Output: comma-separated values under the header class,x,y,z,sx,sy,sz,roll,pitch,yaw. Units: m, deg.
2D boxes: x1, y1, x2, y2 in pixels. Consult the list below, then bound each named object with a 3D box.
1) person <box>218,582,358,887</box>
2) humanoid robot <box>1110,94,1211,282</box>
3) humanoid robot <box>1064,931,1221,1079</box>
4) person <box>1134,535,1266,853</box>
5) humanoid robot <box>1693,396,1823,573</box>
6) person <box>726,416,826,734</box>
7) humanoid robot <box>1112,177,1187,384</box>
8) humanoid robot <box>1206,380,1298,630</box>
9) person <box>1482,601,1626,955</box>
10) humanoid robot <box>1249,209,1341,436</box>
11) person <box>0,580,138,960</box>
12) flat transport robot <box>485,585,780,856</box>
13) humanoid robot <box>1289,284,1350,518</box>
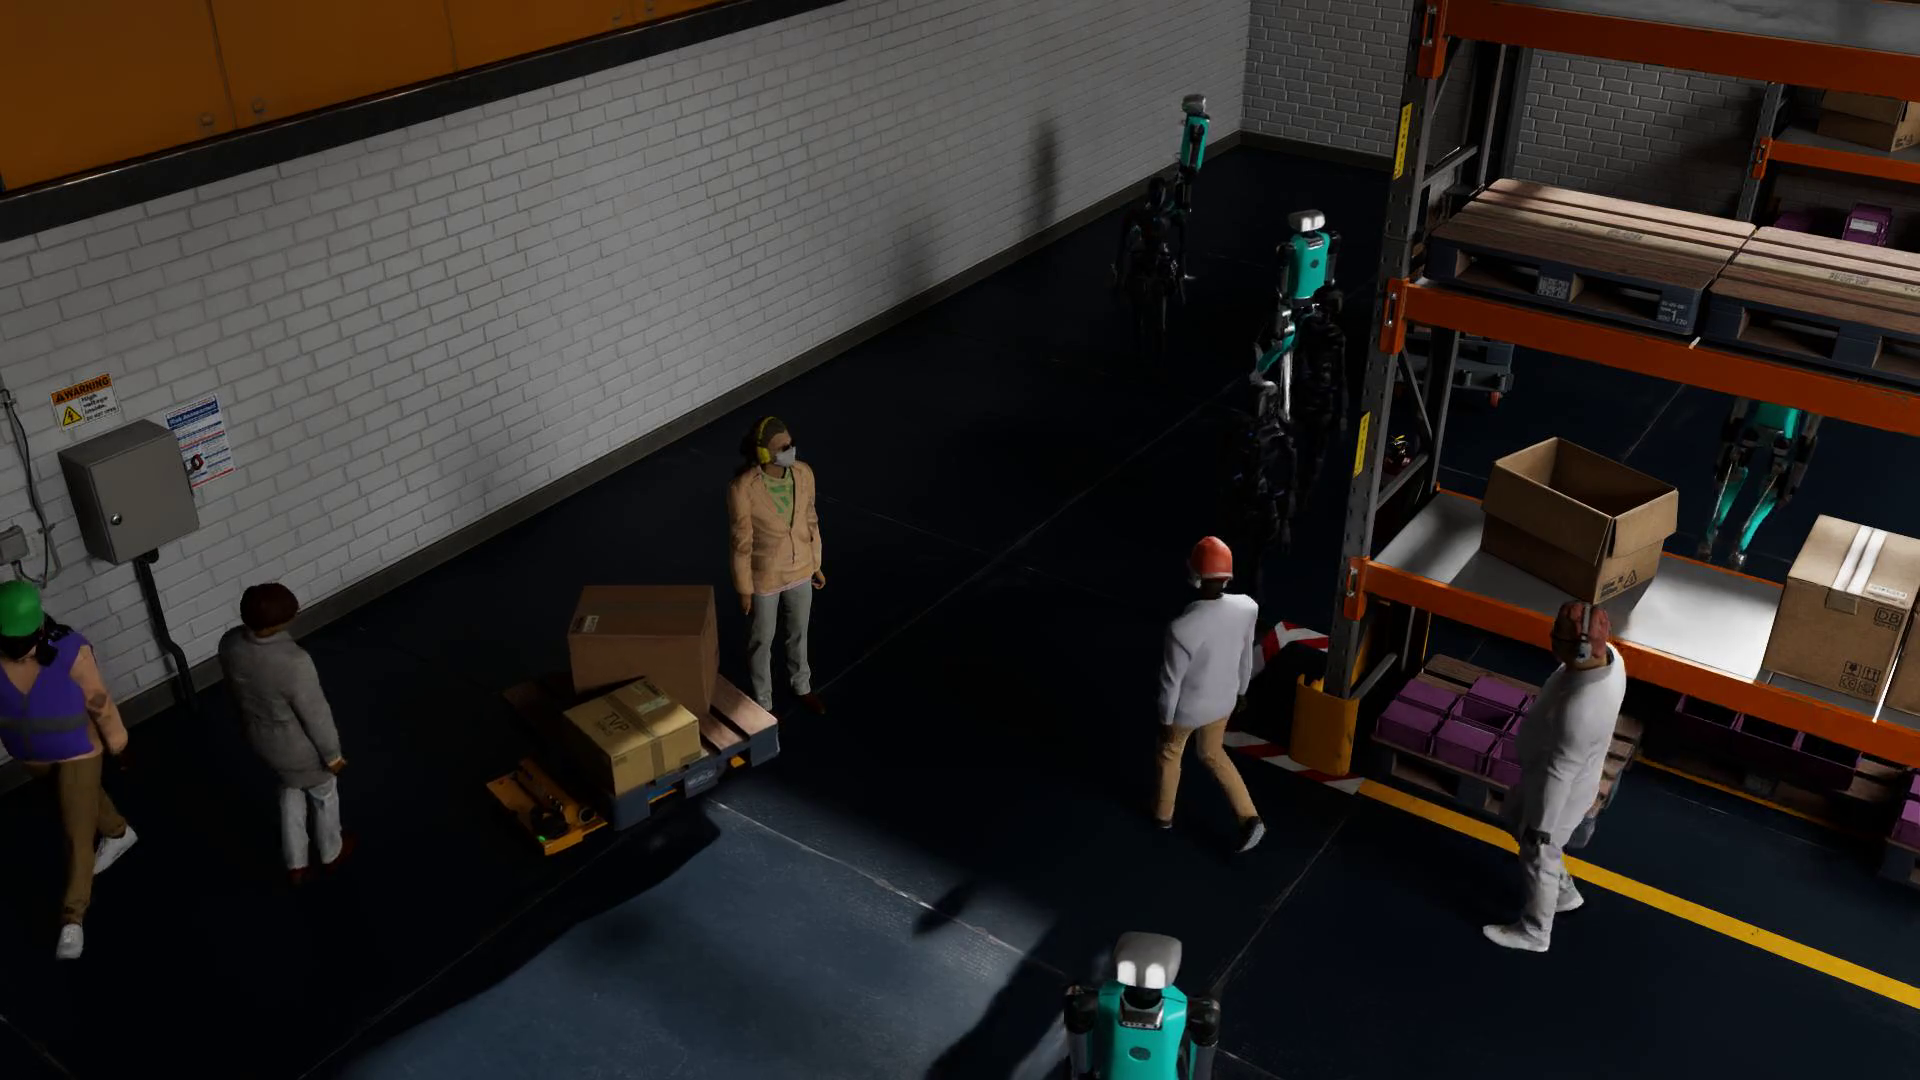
class,x,y,z,sx,sy,sz,roll,pitch,yaw
person,-3.167,0.908,7.910,0.567,1.772,0.539,7,31,12
humanoid robot,1.748,-3.137,15.038,0.926,1.790,0.558,3,30,5
humanoid robot,0.650,2.021,6.046,0.544,1.738,0.985,5,30,8
person,1.227,0.794,8.206,0.576,1.721,0.731,-18,35,-29
humanoid robot,4.799,-0.299,10.113,0.551,1.799,0.825,19,35,30
person,-1.010,0.173,9.134,0.563,1.877,0.408,-21,36,-32
humanoid robot,1.513,-2.073,13.242,0.601,1.634,0.646,5,30,9
humanoid robot,1.753,-0.168,9.920,0.602,1.652,0.349,26,39,37
person,2.661,1.091,7.519,0.443,1.890,0.661,15,33,24
humanoid robot,2.436,-1.657,12.441,0.566,1.786,0.730,-13,32,-21
person,-4.259,0.990,7.720,0.655,1.864,1.022,-2,30,-3
flat transport robot,-1.762,1.183,8.988,1.431,0.231,0.659,-23,37,-34
humanoid robot,2.446,-0.943,11.260,0.394,1.645,0.599,-11,32,-18
